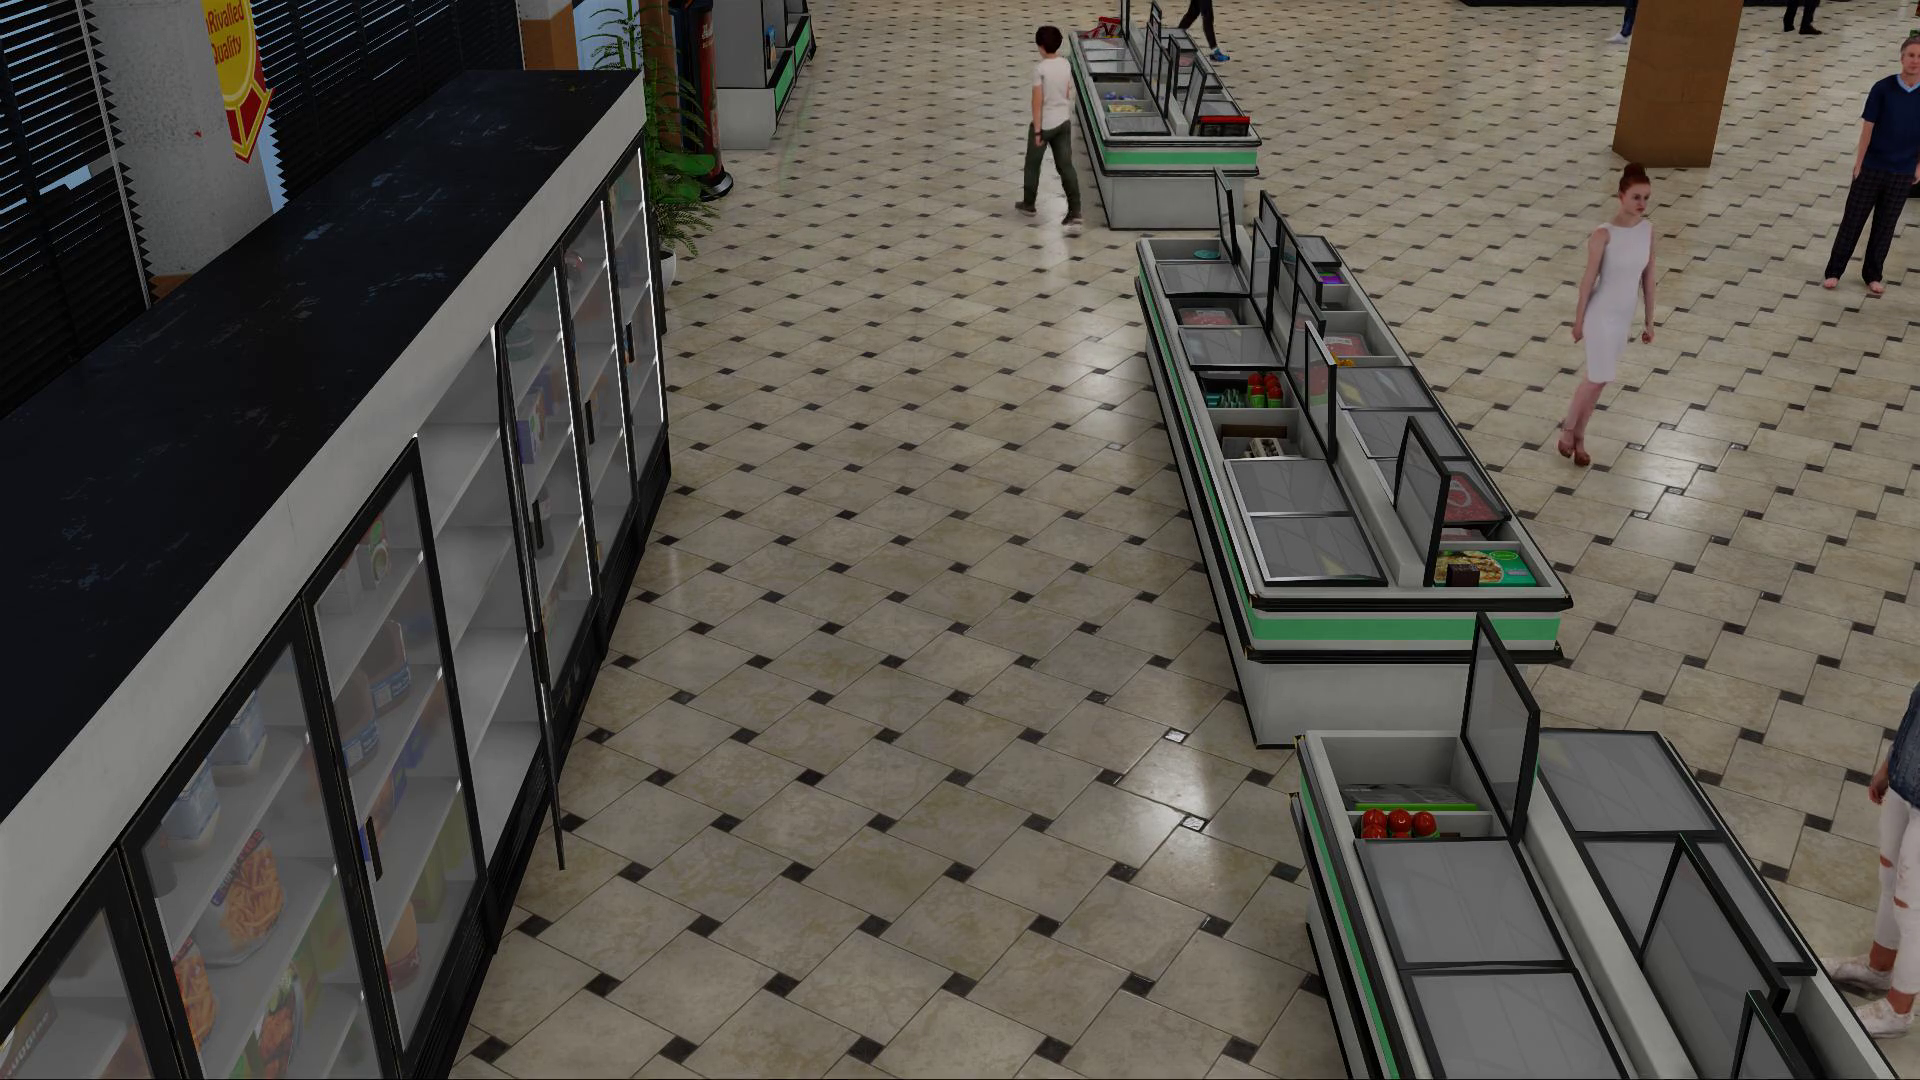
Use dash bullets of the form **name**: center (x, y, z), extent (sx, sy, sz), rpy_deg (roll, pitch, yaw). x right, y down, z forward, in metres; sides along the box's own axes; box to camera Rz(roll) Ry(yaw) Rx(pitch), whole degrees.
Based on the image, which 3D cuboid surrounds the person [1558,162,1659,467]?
- **person**: center (3.609, -1.262, 9.411), extent (0.673, 1.786, 0.693), rpy_deg (-9, 28, -18)

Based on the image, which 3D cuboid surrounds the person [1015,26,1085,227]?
- **person**: center (0.812, -3.387, 13.787), extent (0.906, 1.616, 1.197), rpy_deg (-13, 30, -25)

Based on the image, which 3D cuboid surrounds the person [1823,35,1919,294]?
- **person**: center (6.850, -2.773, 12.295), extent (0.727, 1.871, 0.665), rpy_deg (8, 28, 15)

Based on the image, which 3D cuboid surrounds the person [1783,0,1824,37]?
- **person**: center (11.255, -7.647, 21.960), extent (0.892, 1.823, 0.747), rpy_deg (-20, 33, -33)

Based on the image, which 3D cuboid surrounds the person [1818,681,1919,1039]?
- **person**: center (3.153, 0.848, 5.343), extent (0.720, 1.701, 0.528), rpy_deg (5, 27, 10)

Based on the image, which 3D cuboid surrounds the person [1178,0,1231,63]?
- **person**: center (2.868, -6.747, 20.233), extent (1.283, 1.780, 1.239), rpy_deg (24, 35, 38)
